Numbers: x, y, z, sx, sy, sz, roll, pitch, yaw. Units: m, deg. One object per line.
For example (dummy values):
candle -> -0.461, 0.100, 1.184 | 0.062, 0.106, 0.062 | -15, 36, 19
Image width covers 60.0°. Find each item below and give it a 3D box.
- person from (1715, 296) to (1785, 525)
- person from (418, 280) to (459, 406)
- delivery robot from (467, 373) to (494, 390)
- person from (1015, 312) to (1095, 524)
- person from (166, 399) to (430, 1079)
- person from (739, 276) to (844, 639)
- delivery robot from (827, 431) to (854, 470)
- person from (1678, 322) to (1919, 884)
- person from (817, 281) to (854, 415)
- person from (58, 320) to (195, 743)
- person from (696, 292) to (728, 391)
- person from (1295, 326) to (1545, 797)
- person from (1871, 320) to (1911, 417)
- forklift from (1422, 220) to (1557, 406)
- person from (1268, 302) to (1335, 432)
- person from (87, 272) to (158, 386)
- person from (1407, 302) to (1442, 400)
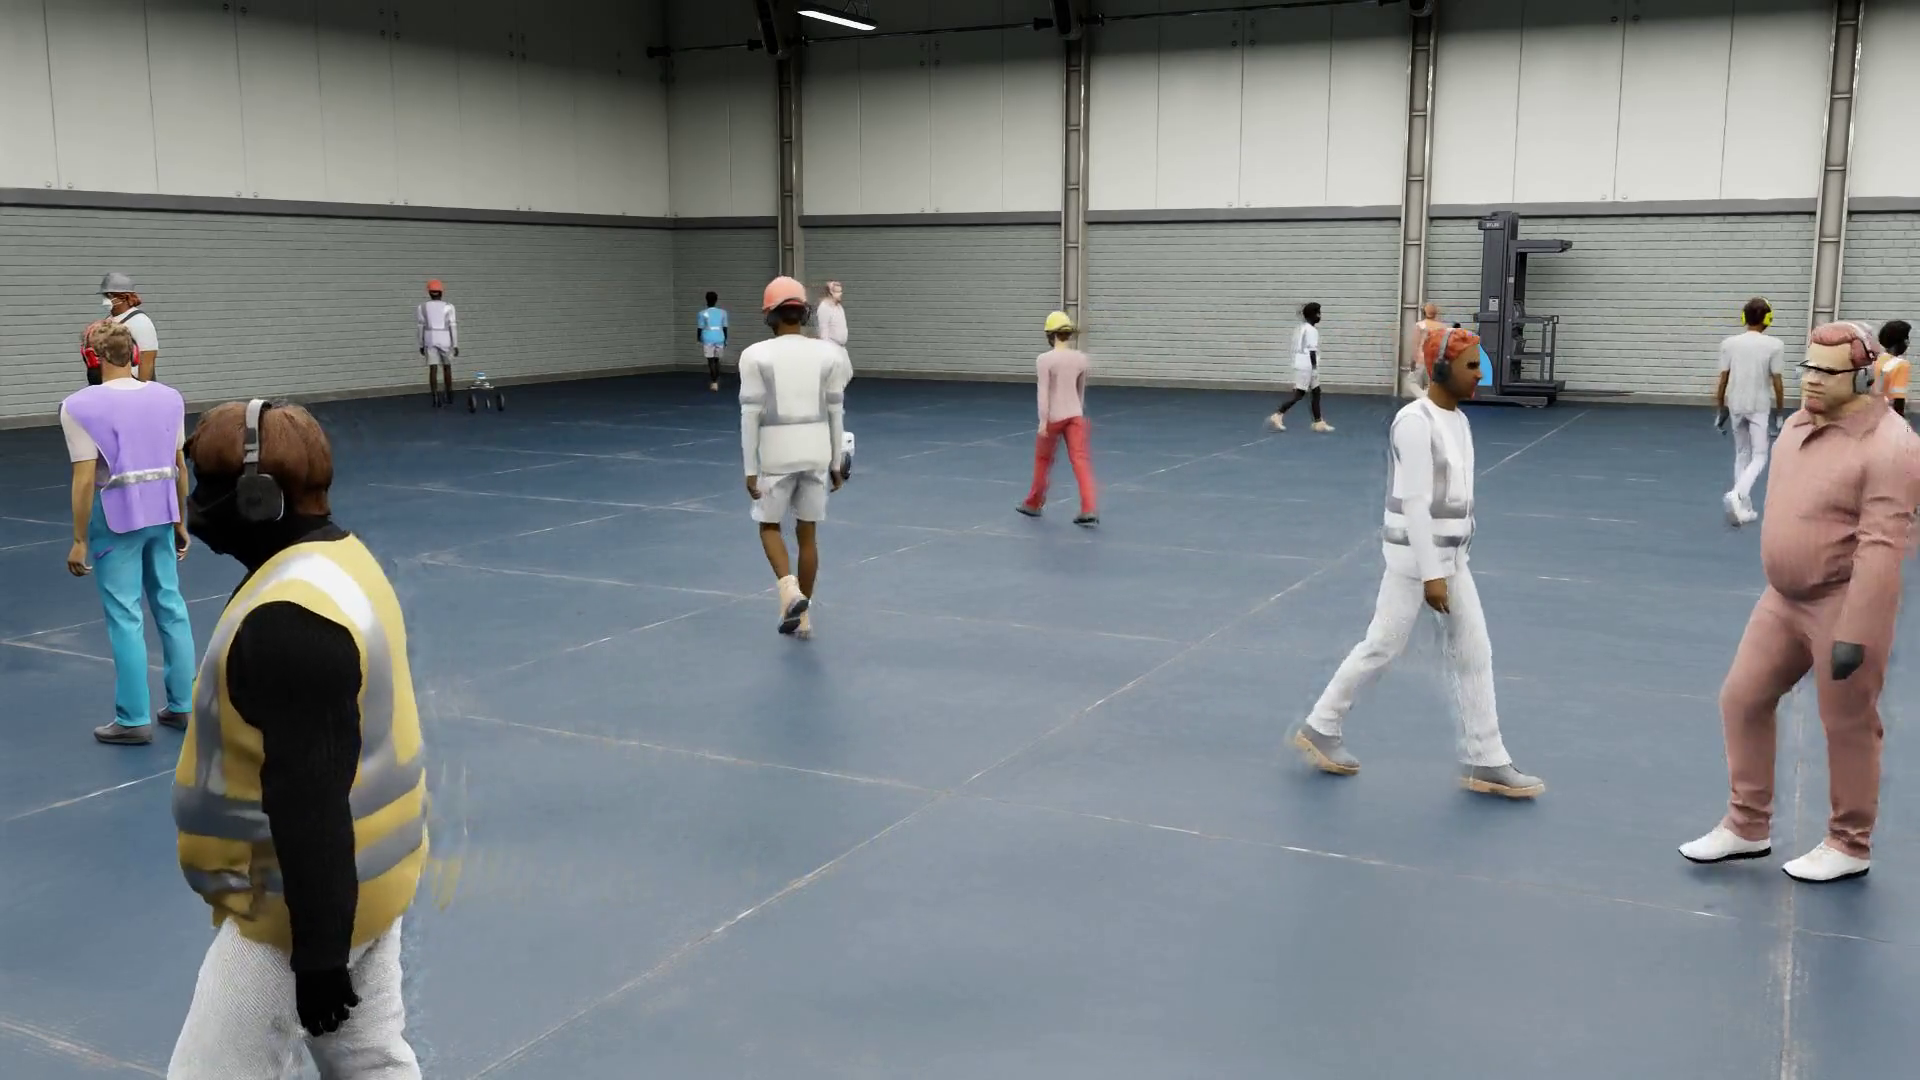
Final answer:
person -> 6.361, -1.040, 13.432 | 0.785, 1.849, 0.542 | -8, 12, -41
person -> -7.965, -3.010, 25.428 | 0.593, 1.889, 0.963 | -2, 9, -12
delivery robot -> -7.040, -2.344, 24.486 | 0.335, 0.223, 0.698 | -5, 11, -29
person -> 0.821, -1.003, 13.600 | 0.545, 1.714, 0.928 | -6, 11, -34
person -> -1.311, 0.656, 3.053 | 0.704, 1.817, 0.649 | -2, 9, -13
person -> -0.919, -0.443, 9.218 | 0.605, 2.020, 0.573 | -3, 10, -20
delivery robot -> -1.299, -0.955, 16.718 | 0.477, 0.478, 0.707 | 2, 9, 10
person -> 2.777, 0.228, 5.485 | 0.728, 1.879, 0.670 | -1, 9, -8
person -> -1.775, -2.723, 23.656 | 0.436, 1.890, 0.684 | 3, 10, 17
person -> -3.620, -0.038, 7.276 | 0.398, 1.835, 0.568 | 5, 10, 26
person -> -4.296, -3.411, 28.545 | 0.553, 1.671, 0.683 | -6, 11, -34
person -> 1.818, 0.073, 6.618 | 0.984, 1.842, 0.587 | 8, 12, 41
person -> 7.177, -0.879, 12.997 | 0.583, 1.668, 0.544 | 1, 9, 5
forklift -> 8.245, -3.527, 25.720 | 1.873, 2.768, 1.129 | 5, 10, 27
person -> 4.351, -2.199, 21.153 | 0.828, 1.663, 0.538 | 0, 9, 3
person -> -7.468, -1.340, 14.812 | 0.687, 2.000, 0.537 | 7, 11, 36
person -> 6.311, -2.412, 22.561 | 0.537, 1.625, 0.373 | -5, 11, -29
